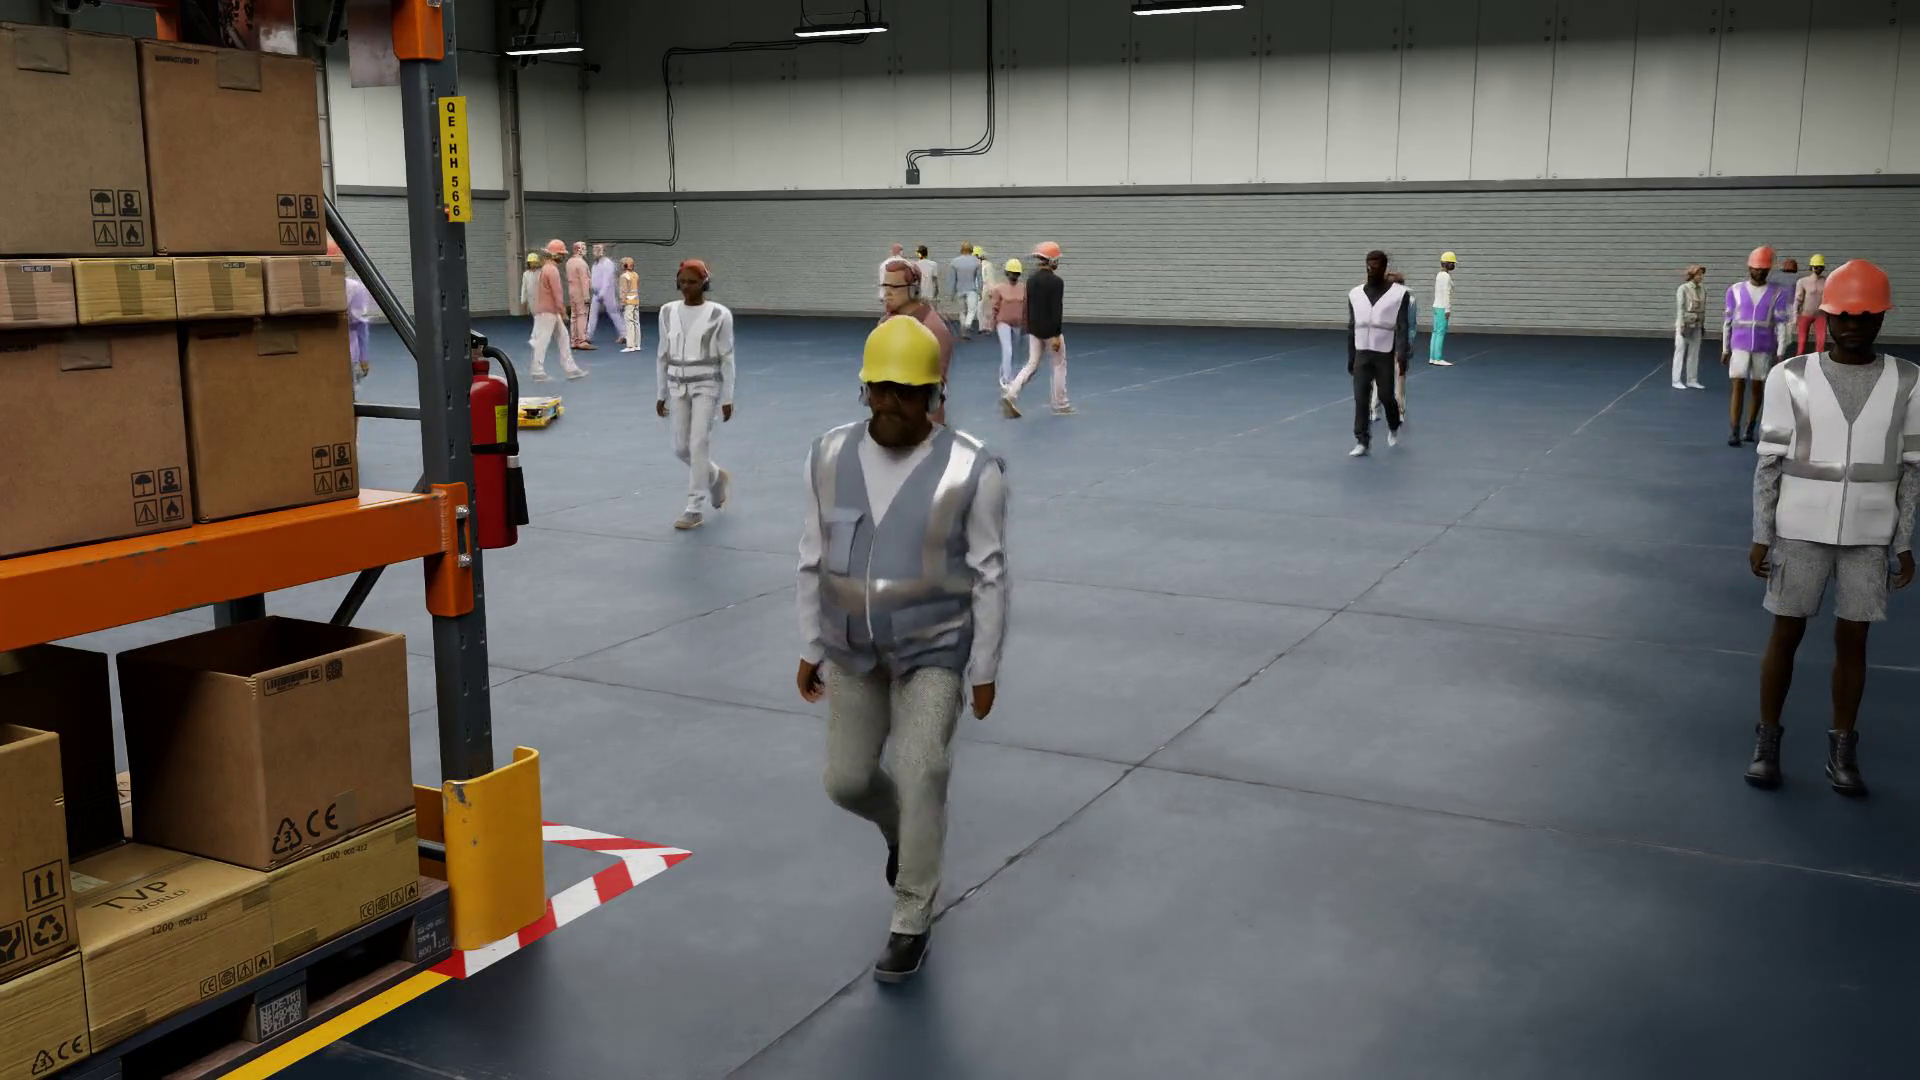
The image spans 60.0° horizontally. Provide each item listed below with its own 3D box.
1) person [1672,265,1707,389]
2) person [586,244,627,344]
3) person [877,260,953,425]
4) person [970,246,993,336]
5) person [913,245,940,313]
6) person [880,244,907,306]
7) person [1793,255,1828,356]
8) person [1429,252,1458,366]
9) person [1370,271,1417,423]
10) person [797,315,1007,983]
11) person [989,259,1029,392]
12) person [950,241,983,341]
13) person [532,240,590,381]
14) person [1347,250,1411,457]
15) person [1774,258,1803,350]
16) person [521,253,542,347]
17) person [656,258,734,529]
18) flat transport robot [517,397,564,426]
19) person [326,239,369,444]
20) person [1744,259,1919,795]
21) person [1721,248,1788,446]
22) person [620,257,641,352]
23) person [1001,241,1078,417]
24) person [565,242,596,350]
[{"bbox_3d":[9.642,-2.810,21.970,0.522,1.640,0.319,-5,11,-25],"label":"person"},{"bbox_3d":[-6.638,-4.562,30.951,0.640,1.860,0.974,10,14,43],"label":"person"},{"bbox_3d":[-0.362,-0.610,9.288,0.819,1.876,0.669,-8,13,-37],"label":"person"},{"bbox_3d":[0.366,-5.005,33.492,0.610,1.801,0.598,-7,13,-35],"label":"person"},{"bbox_3d":[-0.623,-4.608,31.227,0.555,1.838,0.534,2,11,11],"label":"person"},{"bbox_3d":[-1.166,-4.628,31.285,0.630,1.851,0.999,6,12,29],"label":"person"},{"bbox_3d":[12.133,-3.164,23.605,0.553,1.732,0.818,2,11,9],"label":"person"},{"bbox_3d":[7.551,-3.601,25.934,0.327,1.765,0.528,0,10,1],"label":"person"},{"bbox_3d":[4.683,-2.094,18.056,0.518,1.640,0.307,4,11,23],"label":"person"},{"bbox_3d":[-0.145,0.275,4.653,0.600,1.813,0.574,4,11,19],"label":"person"},{"bbox_3d":[0.616,-2.815,21.757,0.528,1.722,0.854,-5,11,-25],"label":"person"},{"bbox_3d":[0.108,-4.709,31.561,0.639,1.920,0.801,2,11,12],"label":"person"},{"bbox_3d":[-5.568,-3.175,23.113,0.920,1.951,0.616,-3,11,-17],"label":"person"},{"bbox_3d":[3.876,-1.733,15.396,0.598,1.892,0.769,7,13,34],"label":"person"},{"bbox_3d":[14.512,-4.129,29.206,0.519,1.620,0.566,10,14,44],"label":"person"},{"bbox_3d":[-7.733,-4.357,30.254,0.503,1.692,0.918,3,11,18],"label":"person"},{"bbox_3d":[-1.829,-1.038,11.676,0.587,1.865,0.765,4,11,22],"label":"person"},{"bbox_3d":[-4.743,-1.405,18.036,0.652,0.197,1.431,-1,10,-4],"label":"flat transport robot"},{"bbox_3d":[-5.380,-1.574,14.240,0.633,1.988,1.030,-1,10,-8],"label":"person"},{"bbox_3d":[3.159,-0.033,6.005,0.552,1.934,0.373,4,11,20],"label":"person"},{"bbox_3d":[7.689,-1.868,16.116,0.565,1.901,0.819,5,11,24],"label":"person"},{"bbox_3d":[-5.735,-4.081,28.891,0.308,1.640,0.511,3,11,18],"label":"person"},{"bbox_3d":[0.904,-2.336,18.519,0.926,1.968,0.619,-8,13,-36],"label":"person"},{"bbox_3d":[-6.704,-4.314,29.435,0.402,1.906,0.652,-8,13,-37],"label":"person"}]
